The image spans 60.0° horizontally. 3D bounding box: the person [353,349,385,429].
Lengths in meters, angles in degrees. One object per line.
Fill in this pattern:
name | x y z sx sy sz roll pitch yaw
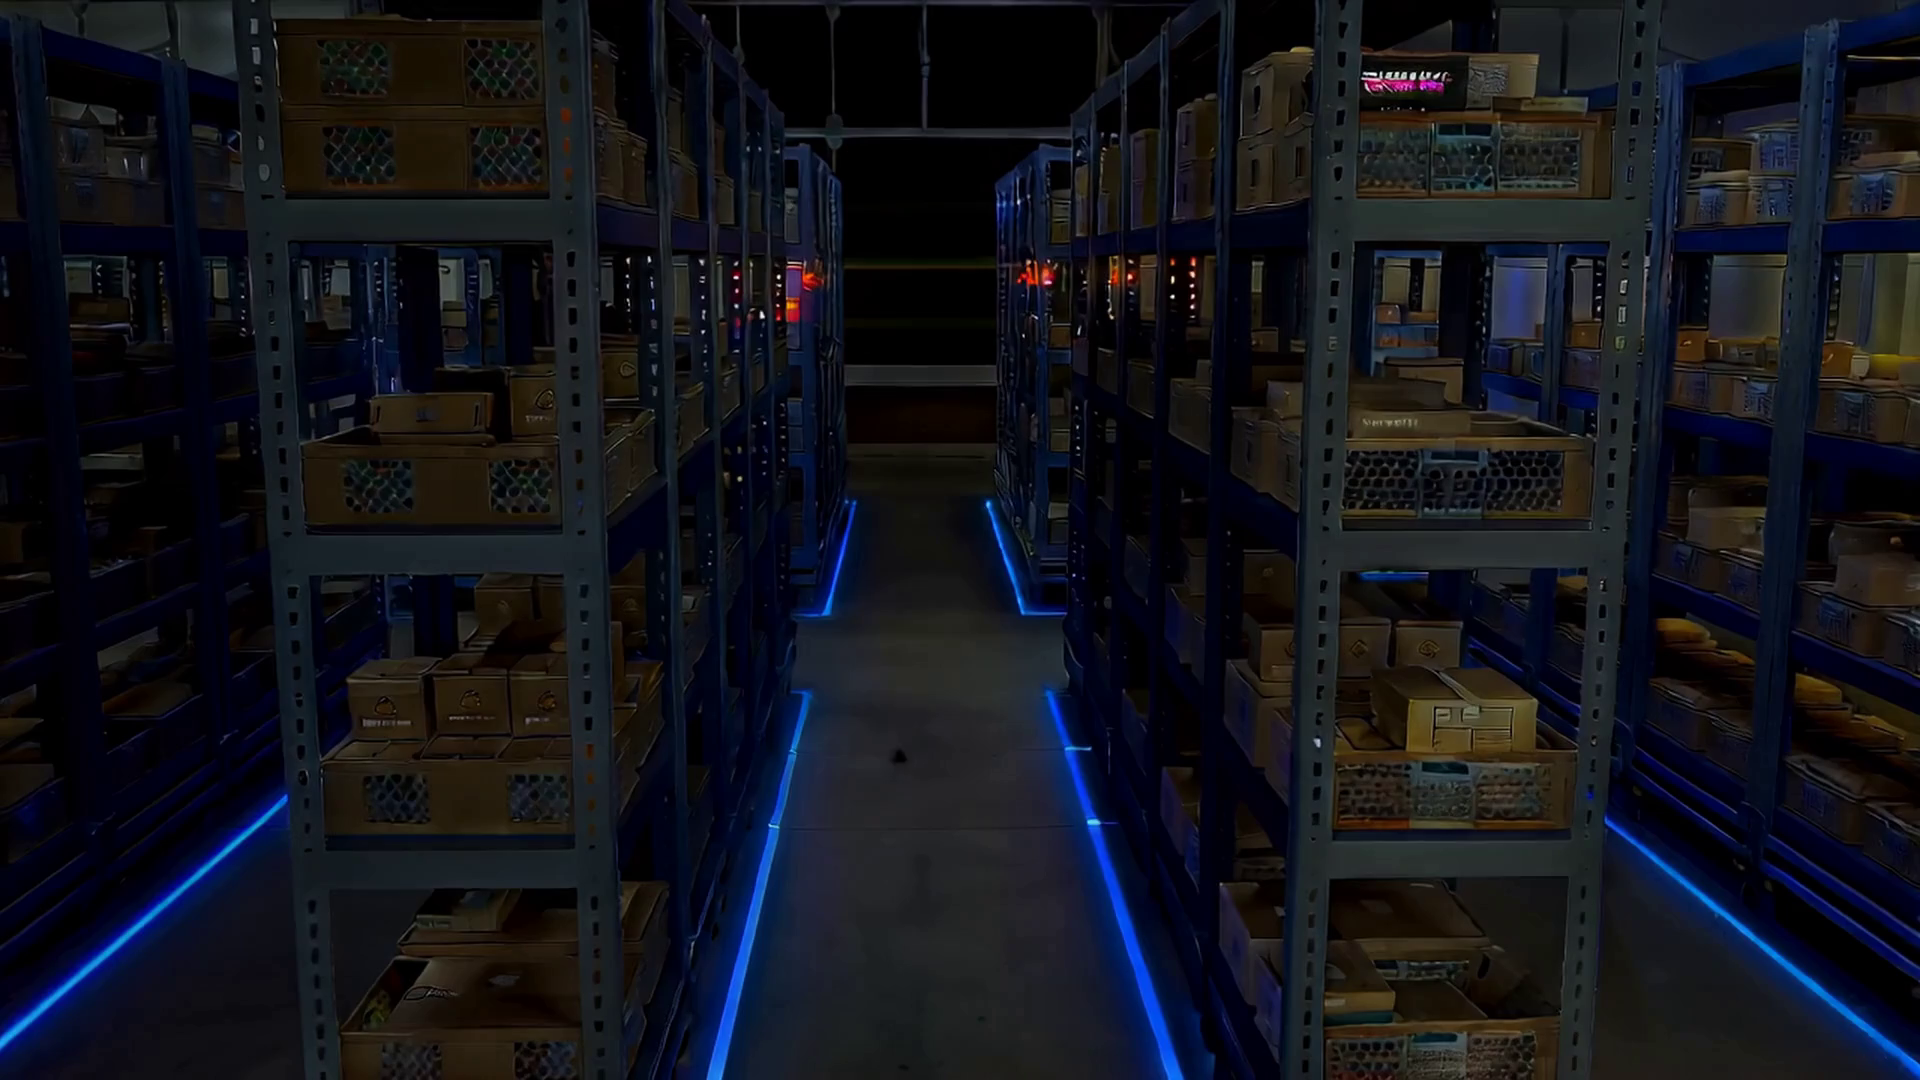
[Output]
person | -5.419 -0.808 15.311 0.437 1.981 0.629 -2 10 -13
